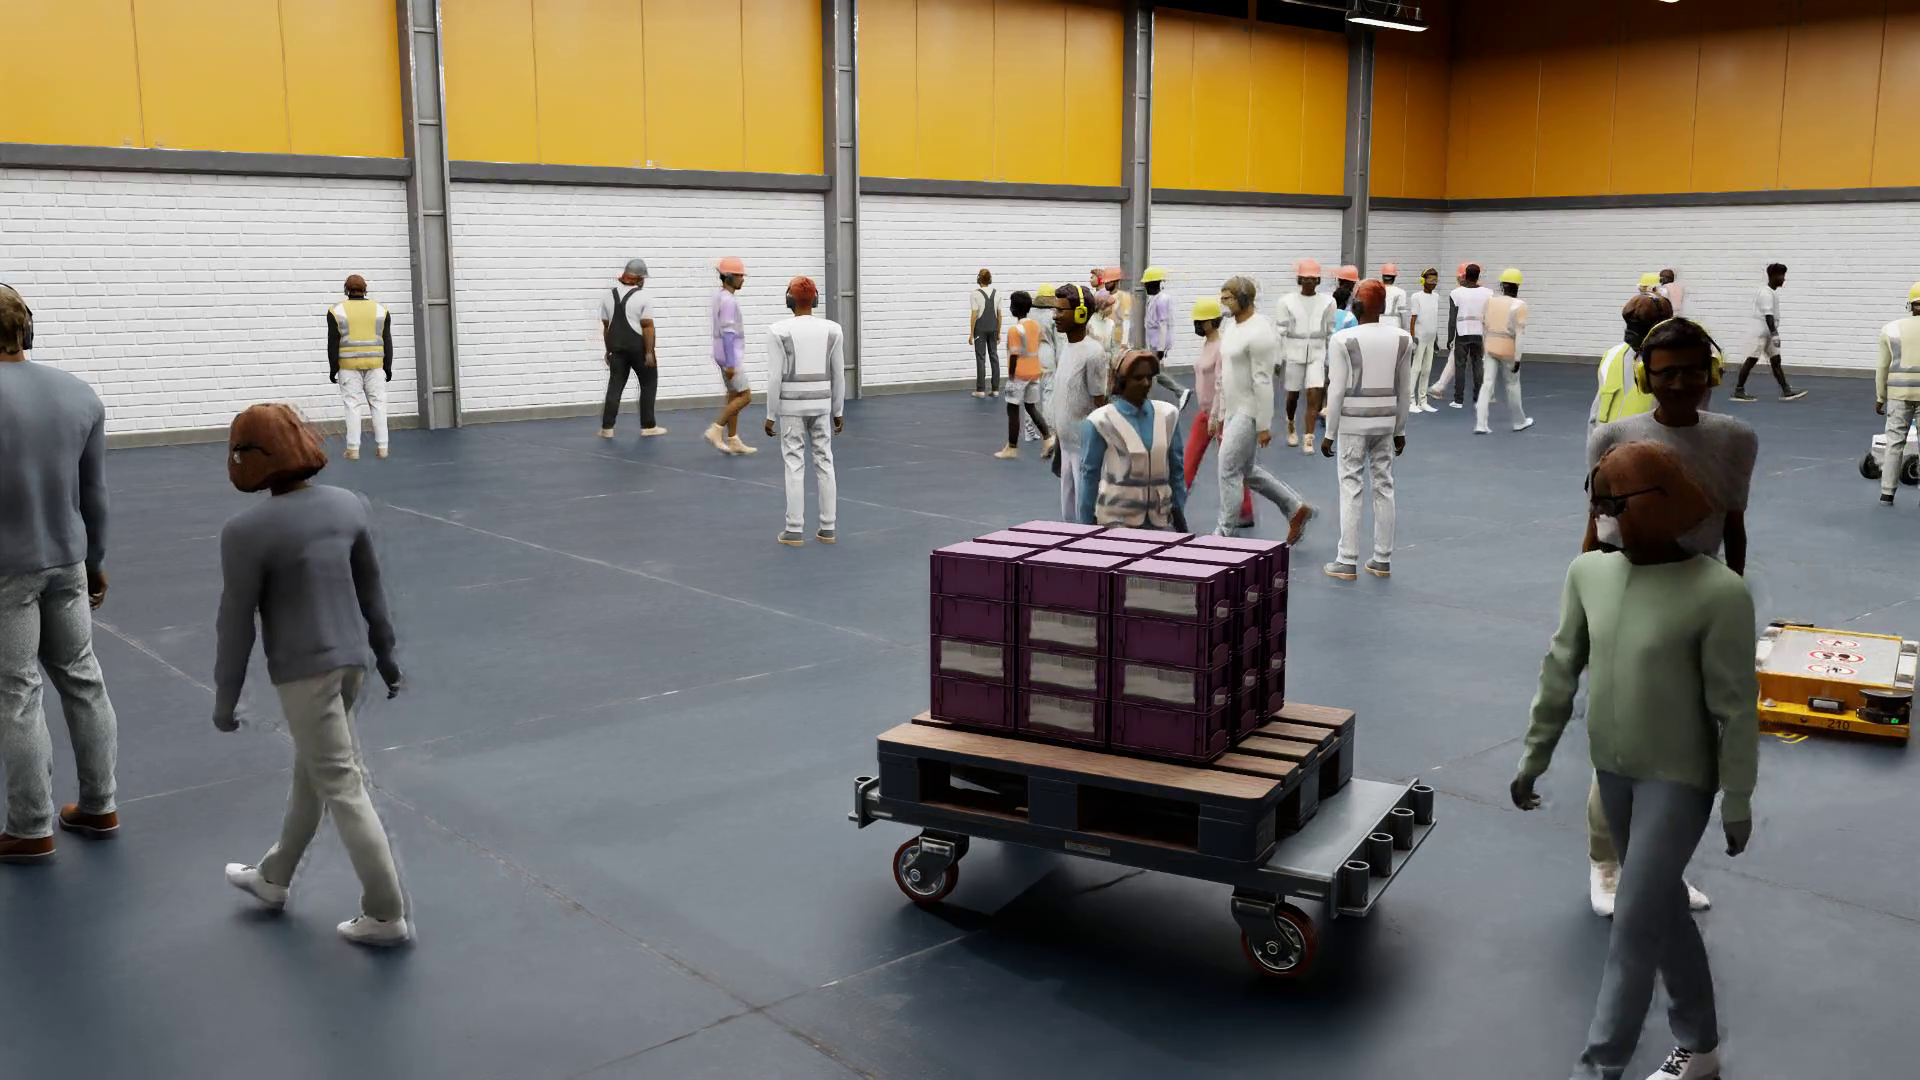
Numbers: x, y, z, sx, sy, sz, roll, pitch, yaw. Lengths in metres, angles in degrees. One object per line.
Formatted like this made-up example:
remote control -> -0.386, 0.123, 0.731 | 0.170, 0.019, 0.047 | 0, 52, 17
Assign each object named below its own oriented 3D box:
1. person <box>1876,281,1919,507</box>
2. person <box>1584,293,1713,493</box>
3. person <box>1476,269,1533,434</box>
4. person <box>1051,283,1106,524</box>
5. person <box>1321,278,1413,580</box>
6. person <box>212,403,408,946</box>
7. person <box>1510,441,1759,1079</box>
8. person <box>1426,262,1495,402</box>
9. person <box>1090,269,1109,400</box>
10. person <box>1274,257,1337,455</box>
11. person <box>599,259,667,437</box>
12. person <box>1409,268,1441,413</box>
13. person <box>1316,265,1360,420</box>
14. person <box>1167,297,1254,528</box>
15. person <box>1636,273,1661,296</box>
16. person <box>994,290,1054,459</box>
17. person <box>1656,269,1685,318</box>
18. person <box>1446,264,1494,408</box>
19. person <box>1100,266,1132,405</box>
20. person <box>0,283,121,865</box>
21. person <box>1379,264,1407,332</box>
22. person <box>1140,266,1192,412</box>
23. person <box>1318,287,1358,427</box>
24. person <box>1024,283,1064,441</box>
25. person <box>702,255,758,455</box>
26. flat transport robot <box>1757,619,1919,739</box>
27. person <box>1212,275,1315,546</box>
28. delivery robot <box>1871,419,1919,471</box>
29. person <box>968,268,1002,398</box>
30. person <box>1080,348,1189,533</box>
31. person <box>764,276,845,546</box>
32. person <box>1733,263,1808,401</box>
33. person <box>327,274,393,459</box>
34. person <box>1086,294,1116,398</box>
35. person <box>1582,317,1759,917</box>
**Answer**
person -> 7.716, -1.176, 13.422 | 0.590, 1.837, 0.404 | 6, 11, 31
person -> 3.462, -0.334, 8.494 | 0.430, 1.839, 0.619 | -7, 12, -34
person -> 6.224, -2.151, 19.012 | 0.978, 1.874, 0.611 | -9, 13, -42
person -> 0.651, -0.503, 9.383 | 0.335, 1.873, 0.521 | -3, 10, -18
person -> 2.543, -0.690, 10.435 | 0.584, 1.883, 0.346 | -3, 10, -17
person -> -1.980, 0.394, 4.913 | 0.812, 1.590, 0.513 | 4, 10, 20
person -> 1.538, 0.572, 3.885 | 0.810, 1.585, 0.514 | -4, 11, -24
person -> 6.950, -2.864, 23.021 | 1.057, 1.926, 0.613 | 0, 10, 2
person -> 1.971, -2.888, 23.415 | 0.389, 1.847, 0.567 | -1, 10, -8
person -> 3.561, -1.910, 17.228 | 0.622, 2.020, 0.935 | 1, 10, 5
person -> -3.722, -2.181, 18.706 | 0.718, 2.000, 0.655 | 5, 11, 26
person -> 6.022, -2.575, 21.529 | 0.528, 1.865, 0.313 | -6, 12, -33
person -> 4.746, -2.411, 20.458 | 0.843, 1.897, 0.559 | 1, 10, 4
person -> 1.800, -0.924, 12.275 | 0.885, 1.714, 0.538 | -3, 10, -15
person -> 9.437, -2.761, 22.877 | 0.954, 1.785, 0.607 | 2, 10, 13
person -> 0.643, -1.627, 16.548 | 0.492, 1.713, 0.561 | 7, 12, 34
person -> 11.788, -3.632, 27.926 | 0.626, 1.796, 0.943 | -4, 10, -20
person -> 6.806, -2.717, 22.200 | 0.596, 1.918, 0.380 | 0, 10, 2
person -> 2.153, -2.709, 22.259 | 0.926, 1.898, 0.563 | -7, 12, -37
person -> -3.132, 0.114, 5.569 | 0.355, 1.937, 0.635 | 4, 11, 24
person -> 6.309, -3.106, 24.546 | 0.573, 1.891, 0.929 | 5, 11, 25
person -> 2.545, -2.482, 20.879 | 0.685, 1.899, 0.597 | 0, 10, -1
person -> 4.460, -2.184, 19.847 | 0.541, 1.659, 0.810 | 8, 13, 40
person -> 0.921, -1.939, 18.194 | 0.480, 1.733, 0.339 | 6, 11, 30
person -> -2.312, -1.845, 16.767 | 0.498, 2.028, 0.620 | -3, 10, -15
flat transport robot -> 3.978, 0.605, 7.573 | 0.652, 0.197, 1.431 | 6, 11, 31
person -> 1.998, -0.833, 11.229 | 0.874, 1.910, 0.631 | -2, 10, -11
delivery robot -> 8.569, -0.841, 14.934 | 0.707, 0.478, 0.477 | -3, 10, -17
person -> 0.360, -2.962, 23.851 | 0.506, 1.845, 0.344 | -5, 11, -26
person -> 0.779, -0.106, 7.825 | 0.509, 1.610, 0.792 | -5, 11, -28
person -> -1.087, -0.900, 11.660 | 0.586, 1.883, 0.340 | -5, 11, -26
person -> 11.244, -2.852, 22.989 | 0.980, 1.916, 0.620 | 7, 12, 35
person -> -6.010, -1.732, 16.668 | 0.637, 1.840, 0.429 | -6, 12, -33
person -> 1.427, -1.881, 18.213 | 0.644, 1.606, 0.398 | -7, 12, -37
person -> 2.147, 0.248, 5.089 | 0.495, 1.846, 0.450 | 0, 10, 3
